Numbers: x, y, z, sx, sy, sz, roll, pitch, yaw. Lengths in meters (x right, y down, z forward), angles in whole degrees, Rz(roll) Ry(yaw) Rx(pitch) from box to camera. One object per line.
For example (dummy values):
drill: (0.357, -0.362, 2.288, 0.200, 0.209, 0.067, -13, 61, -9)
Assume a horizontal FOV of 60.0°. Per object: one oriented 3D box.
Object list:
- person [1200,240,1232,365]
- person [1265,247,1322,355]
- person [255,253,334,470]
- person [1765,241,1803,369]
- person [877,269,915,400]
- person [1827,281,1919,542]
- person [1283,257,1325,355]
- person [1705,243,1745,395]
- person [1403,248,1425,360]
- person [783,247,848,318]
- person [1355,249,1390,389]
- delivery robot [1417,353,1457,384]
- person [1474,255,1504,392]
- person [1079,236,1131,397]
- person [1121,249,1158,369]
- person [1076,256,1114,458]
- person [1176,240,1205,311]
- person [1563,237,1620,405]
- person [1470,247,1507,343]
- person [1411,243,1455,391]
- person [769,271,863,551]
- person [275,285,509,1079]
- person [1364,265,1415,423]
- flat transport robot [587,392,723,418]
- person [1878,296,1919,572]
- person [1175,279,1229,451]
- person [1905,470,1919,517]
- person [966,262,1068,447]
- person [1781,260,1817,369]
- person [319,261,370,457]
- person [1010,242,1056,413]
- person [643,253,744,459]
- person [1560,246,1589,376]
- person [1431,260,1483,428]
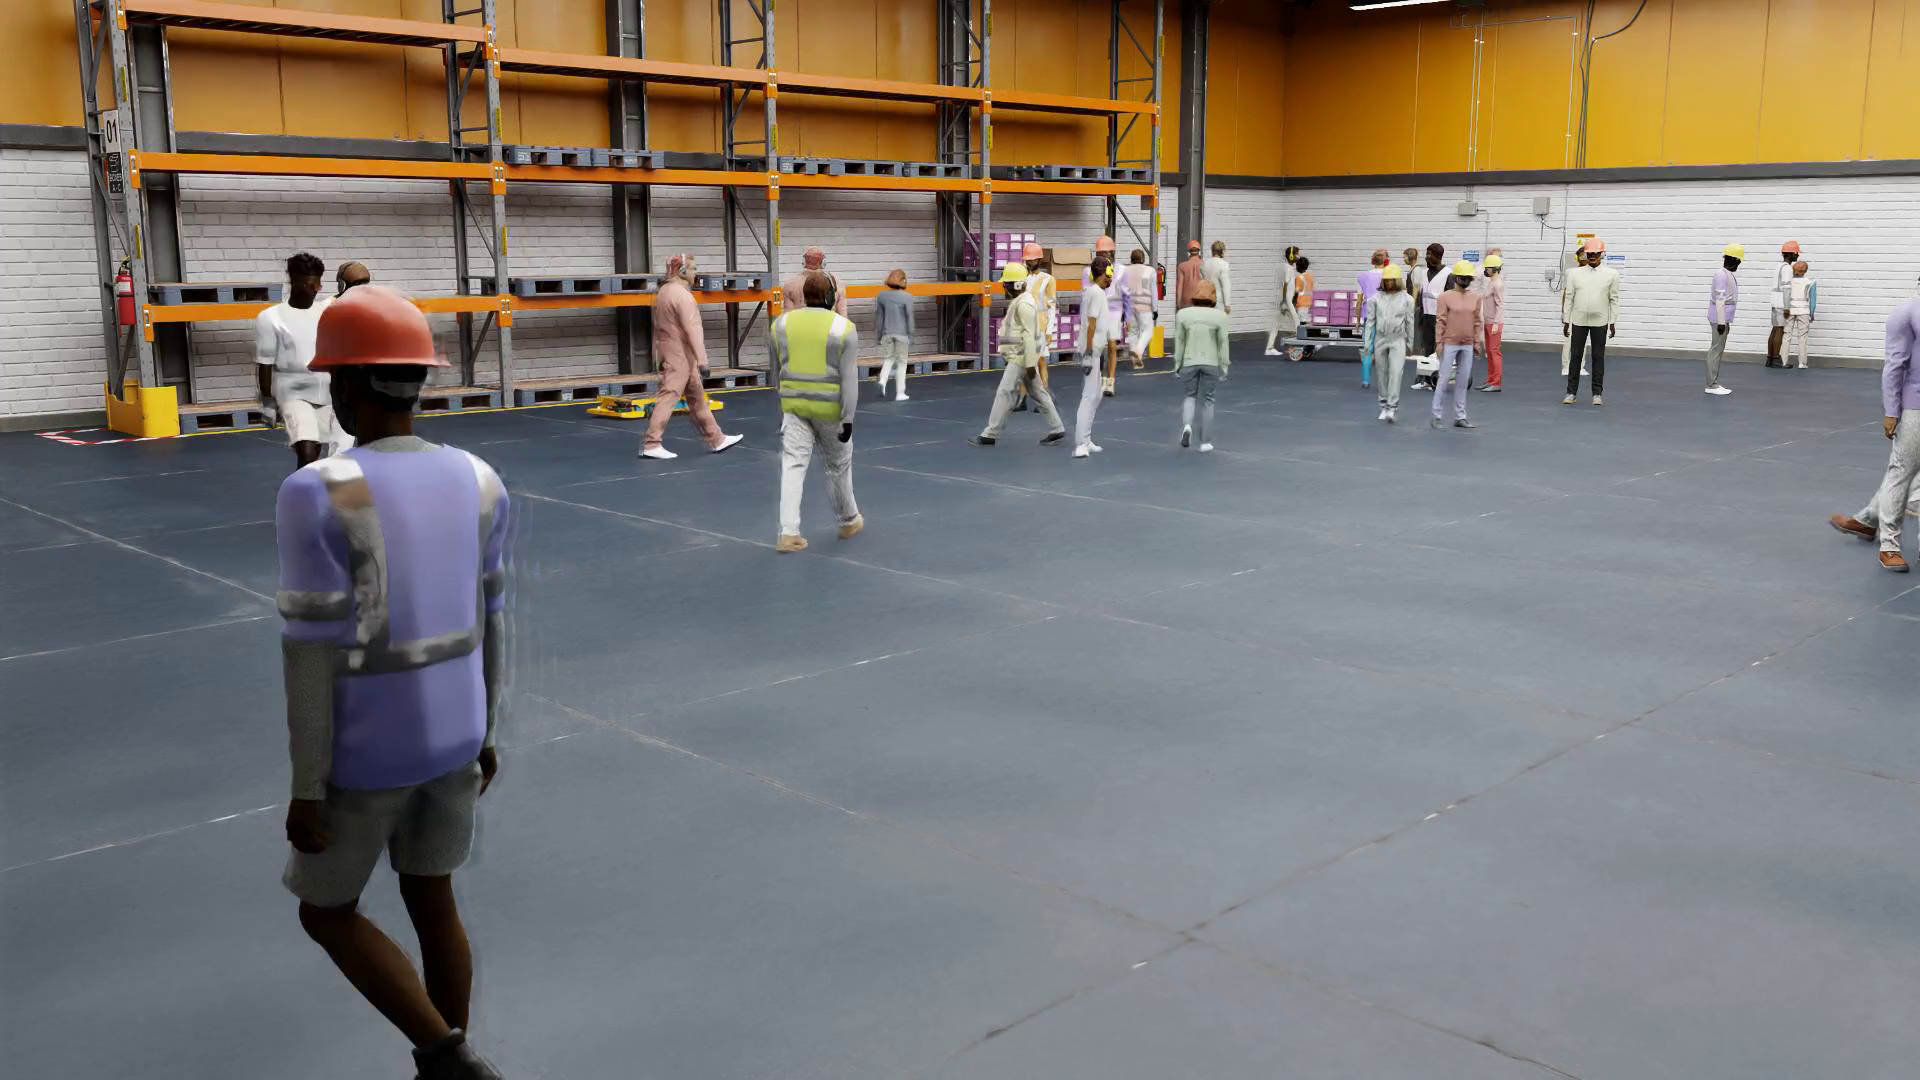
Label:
person: (4.026, -3.717, 26.112, 0.390, 1.939, 0.648, -7, 12, -32)
person: (5.621, -4.018, 28.037, 0.962, 1.822, 0.530, 1, 10, 4)
person: (-4.371, -0.973, 11.241, 1.002, 1.895, 0.596, 8, 13, 37)
person: (12.584, -3.587, 25.384, 0.379, 1.937, 0.547, 2, 11, 11)
person: (-0.800, -2.503, 20.344, 0.516, 1.616, 0.463, 5, 11, 24)
person: (6.231, -0.886, 10.798, 0.978, 1.883, 0.661, 10, 14, 43)
person: (5.893, -3.986, 28.337, 0.762, 1.684, 0.540, 7, 12, 32)
person: (9.763, -2.817, 21.245, 0.389, 1.917, 0.585, 6, 12, 31)
person: (7.374, -3.831, 27.023, 0.397, 1.820, 0.567, 1, 10, 8)
person: (-1.456, -1.989, 16.757, 0.652, 1.906, 0.409, -1, 10, -7)
person: (5.533, -2.905, 21.983, 0.584, 1.834, 0.545, 5, 11, 25)
delivery robot: (6.320, -2.291, 21.833, 0.477, 0.478, 0.707, -4, 11, -19)
person: (6.880, -2.801, 21.569, 0.326, 1.766, 0.533, 1, 10, 4)
person: (1.811, -2.809, 20.977, 0.638, 1.999, 0.963, 2, 11, 13)
person: (2.657, -3.471, 25.068, 0.637, 1.822, 0.565, 6, 12, 29)
person: (1.230, -1.675, 15.281, 0.377, 1.829, 0.706, 1, 10, 4)
person: (3.891, -3.964, 27.431, 0.636, 1.951, 0.910, 1, 10, 4)
person: (7.553, -2.618, 19.945, 0.622, 1.994, 0.381, 5, 11, 24)
person: (8.696, -3.940, 27.600, 0.665, 1.849, 0.986, -5, 11, -25)
person: (6.235, -2.914, 21.777, 0.383, 1.914, 0.591, -5, 11, -23)
person: (-0.928, -0.850, 10.864, 0.620, 1.795, 0.964, 3, 11, 14)
person: (-1.180, 0.424, 3.560, 0.483, 1.918, 0.564, 7, 12, 32)
person: (4.646, -2.125, 18.069, 0.510, 1.698, 0.870, 5, 11, 25)
flat transport robot: (-3.443, -1.549, 18.821, 0.652, 0.197, 1.431, 9, 14, 41)
person: (5.866, -0.767, 10.020, 0.627, 1.934, 0.371, 0, 10, -2)
person: (2.249, -1.618, 15.520, 0.517, 1.616, 0.420, 4, 11, 20)
person: (7.108, -1.102, 11.988, 0.574, 1.883, 0.356, -3, 11, -18)
person: (0.591, -1.760, 15.895, 0.981, 1.773, 0.610, 0, 10, 1)
person: (12.696, -3.413, 25.245, 0.513, 1.642, 0.313, 7, 13, 34)
person: (-4.294, -1.057, 11.871, 0.429, 1.838, 0.621, 7, 13, 35)
person: (0.824, -2.426, 19.052, 0.544, 1.938, 0.355, 5, 11, 23)
person: (-2.465, -1.666, 15.137, 1.008, 1.851, 0.674, -4, 11, -22)
person: (8.953, -3.302, 24.023, 0.533, 1.868, 0.310, 0, 10, 1)
person: (5.227, -2.039, 17.449, 0.545, 1.767, 0.375, -3, 11, -16)
